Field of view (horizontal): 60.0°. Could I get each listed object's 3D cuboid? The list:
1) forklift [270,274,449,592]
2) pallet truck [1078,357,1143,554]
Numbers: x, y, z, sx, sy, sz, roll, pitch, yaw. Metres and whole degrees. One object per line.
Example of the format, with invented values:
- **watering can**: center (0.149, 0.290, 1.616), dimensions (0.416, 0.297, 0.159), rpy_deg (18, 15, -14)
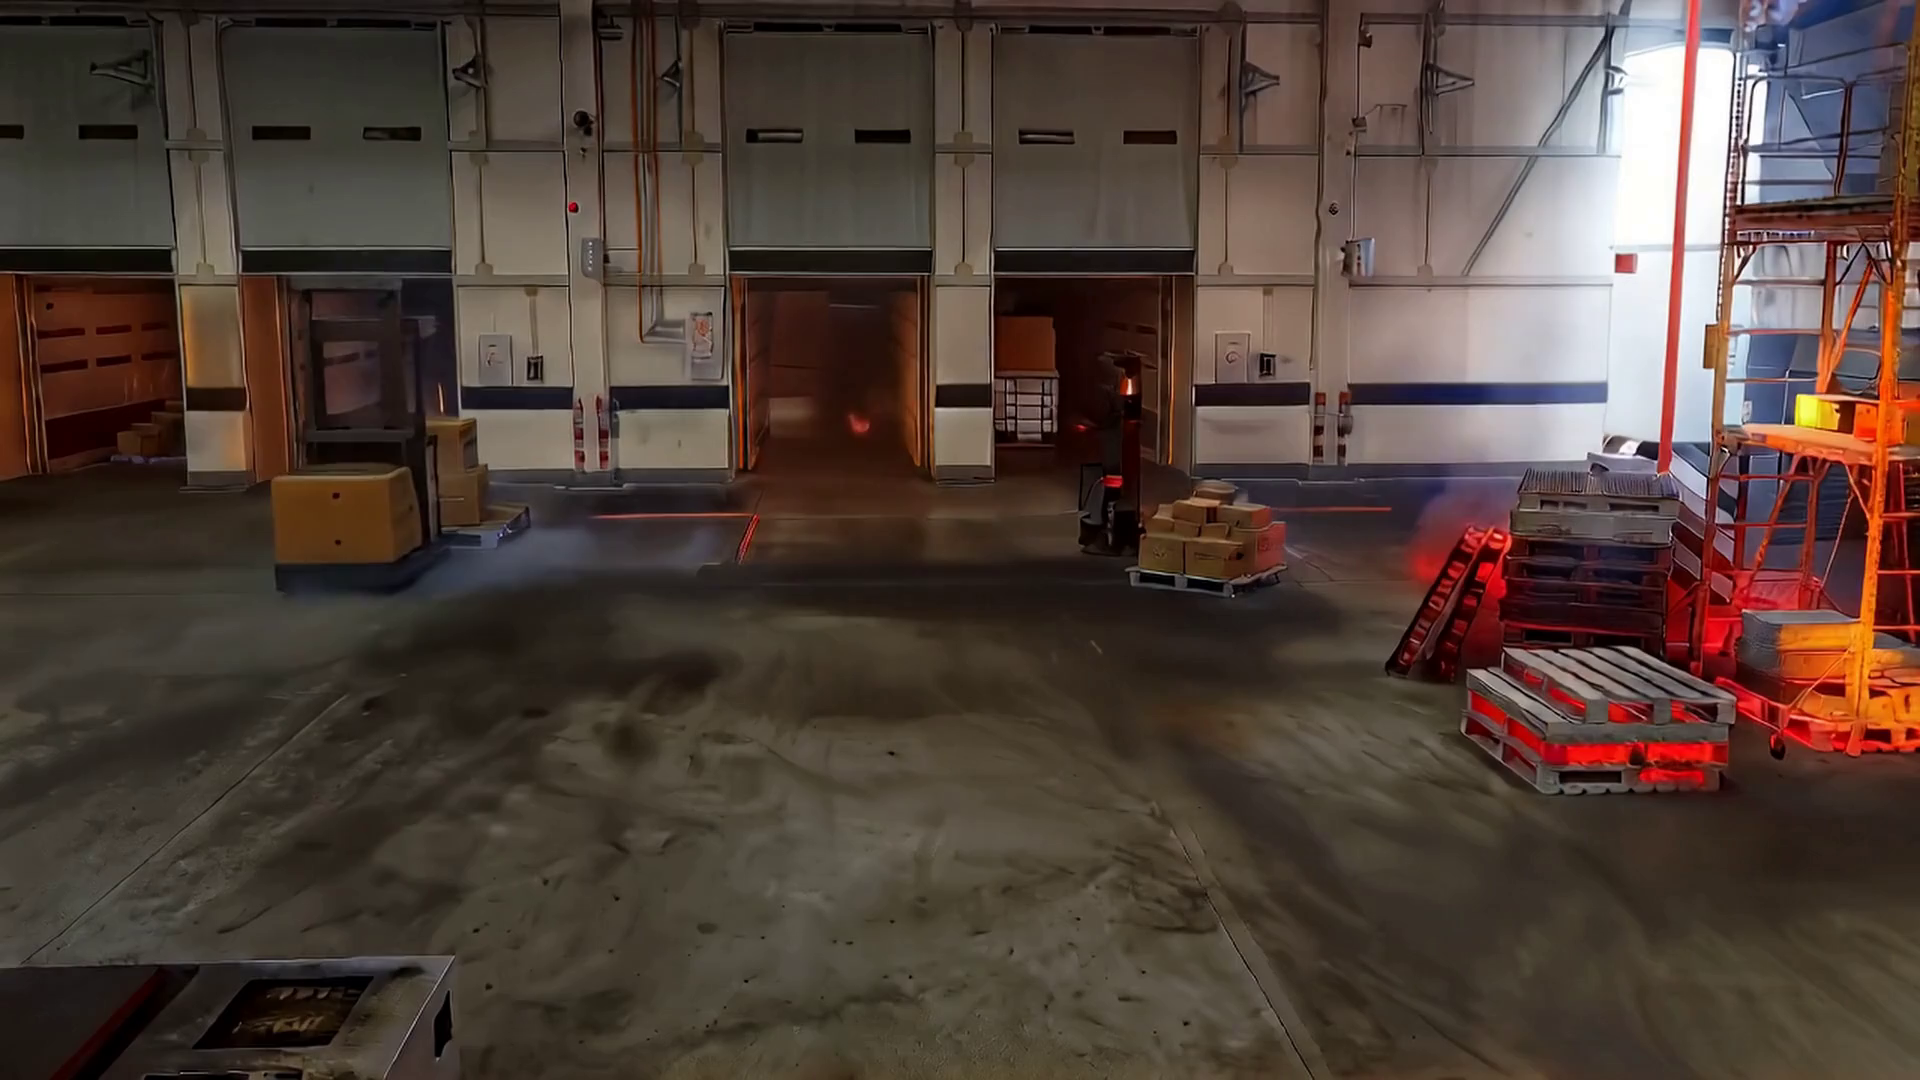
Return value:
- **forklift**: center (-5.523, -1.029, 15.205), dimensions (1.129, 2.768, 1.873), rpy_deg (-1, 9, -4)
- **pallet truck**: center (2.088, -0.836, 16.757), dimensions (1.885, 1.965, 0.823), rpy_deg (2, 9, 13)
